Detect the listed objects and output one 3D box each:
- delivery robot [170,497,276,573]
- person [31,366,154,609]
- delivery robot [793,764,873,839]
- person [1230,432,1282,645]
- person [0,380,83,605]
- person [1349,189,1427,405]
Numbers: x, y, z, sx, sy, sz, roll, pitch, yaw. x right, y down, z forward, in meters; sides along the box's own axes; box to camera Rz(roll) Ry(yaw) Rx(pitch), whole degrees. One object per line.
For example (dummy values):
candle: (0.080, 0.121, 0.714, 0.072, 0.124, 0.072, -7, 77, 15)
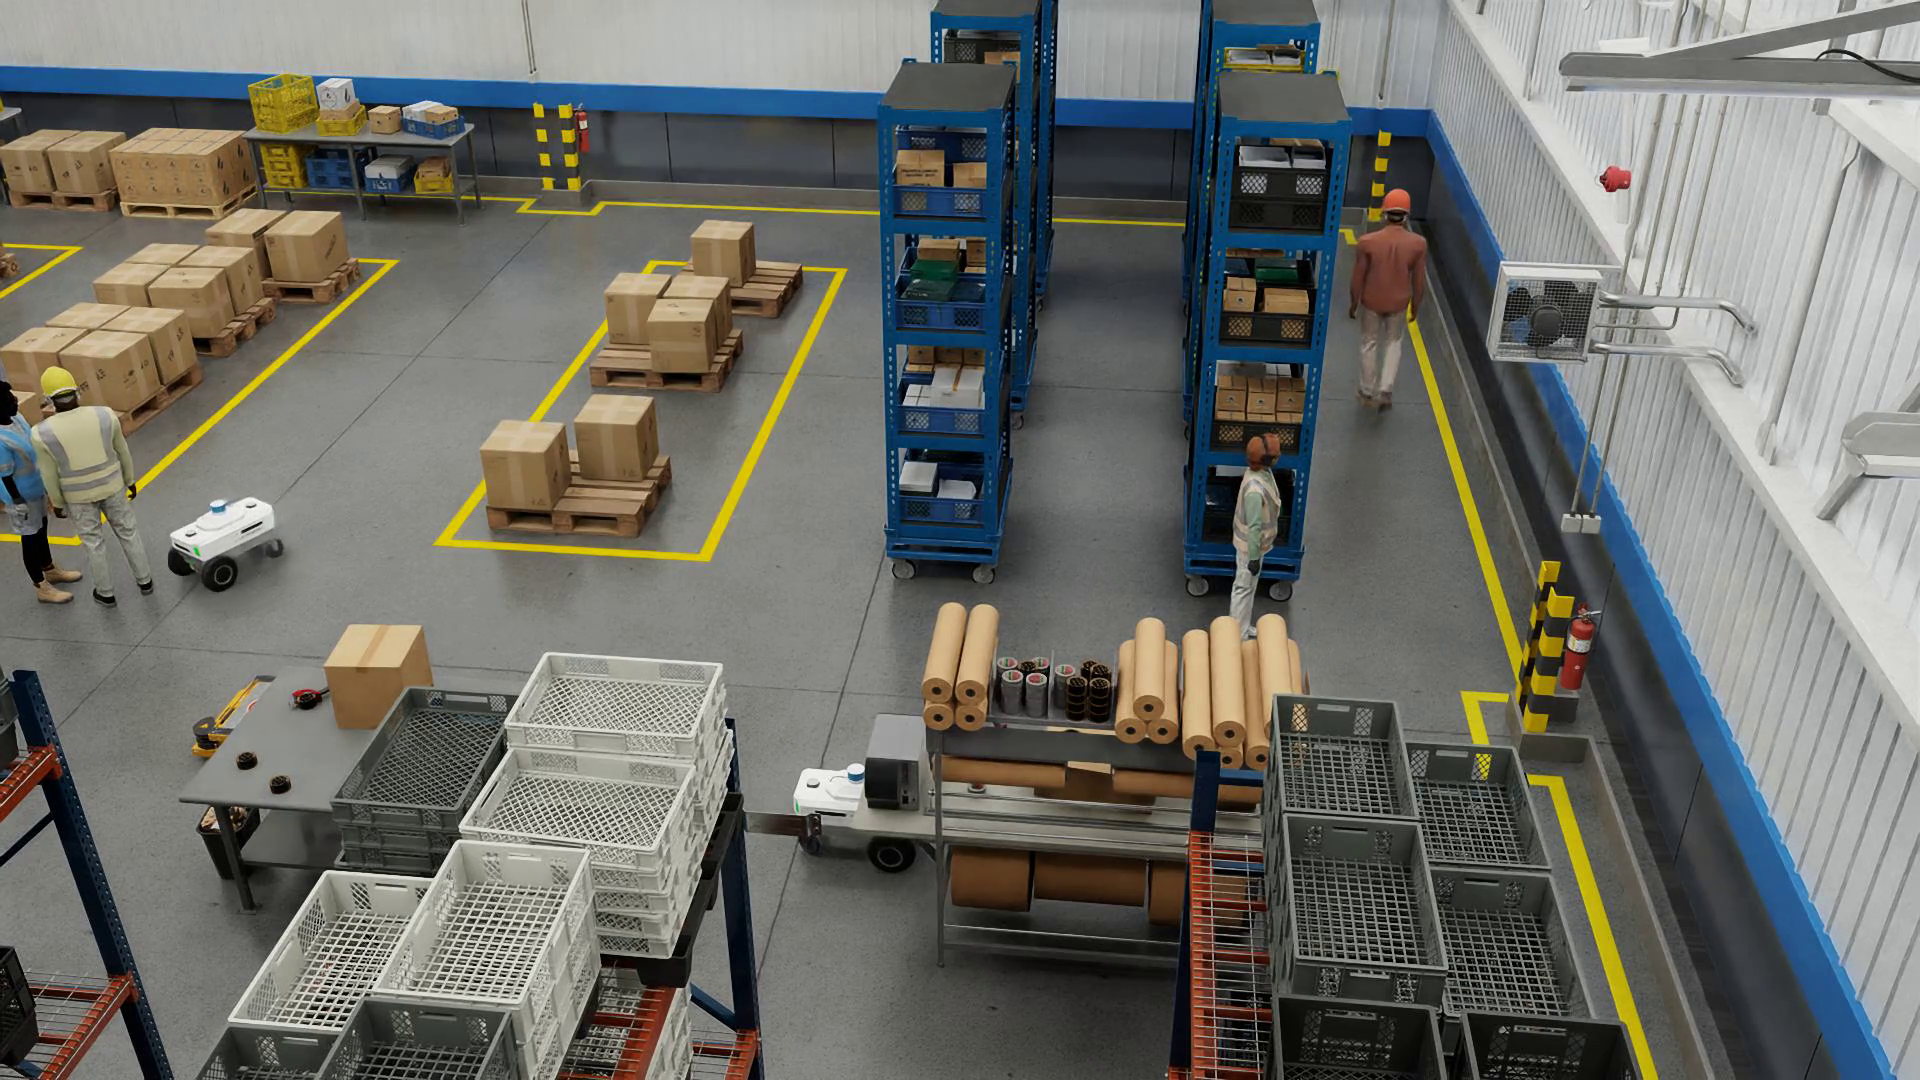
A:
delivery robot: (-5.477, -0.065, 12.387, 0.477, 0.478, 0.707, 18, 35, 28)
person: (-6.136, -0.375, 11.756, 0.586, 1.826, 0.403, -24, 38, -34)
delivery robot: (-0.599, 1.520, 9.665, 0.707, 0.478, 0.477, 4, 31, 7)
person: (1.986, 0.027, 11.241, 0.305, 1.645, 0.522, 6, 31, 10)
person: (-6.650, -0.353, 11.844, 0.318, 1.697, 0.536, -6, 31, -10)
person: (3.724, -2.097, 14.563, 0.622, 1.985, 0.446, 2, 30, 4)
